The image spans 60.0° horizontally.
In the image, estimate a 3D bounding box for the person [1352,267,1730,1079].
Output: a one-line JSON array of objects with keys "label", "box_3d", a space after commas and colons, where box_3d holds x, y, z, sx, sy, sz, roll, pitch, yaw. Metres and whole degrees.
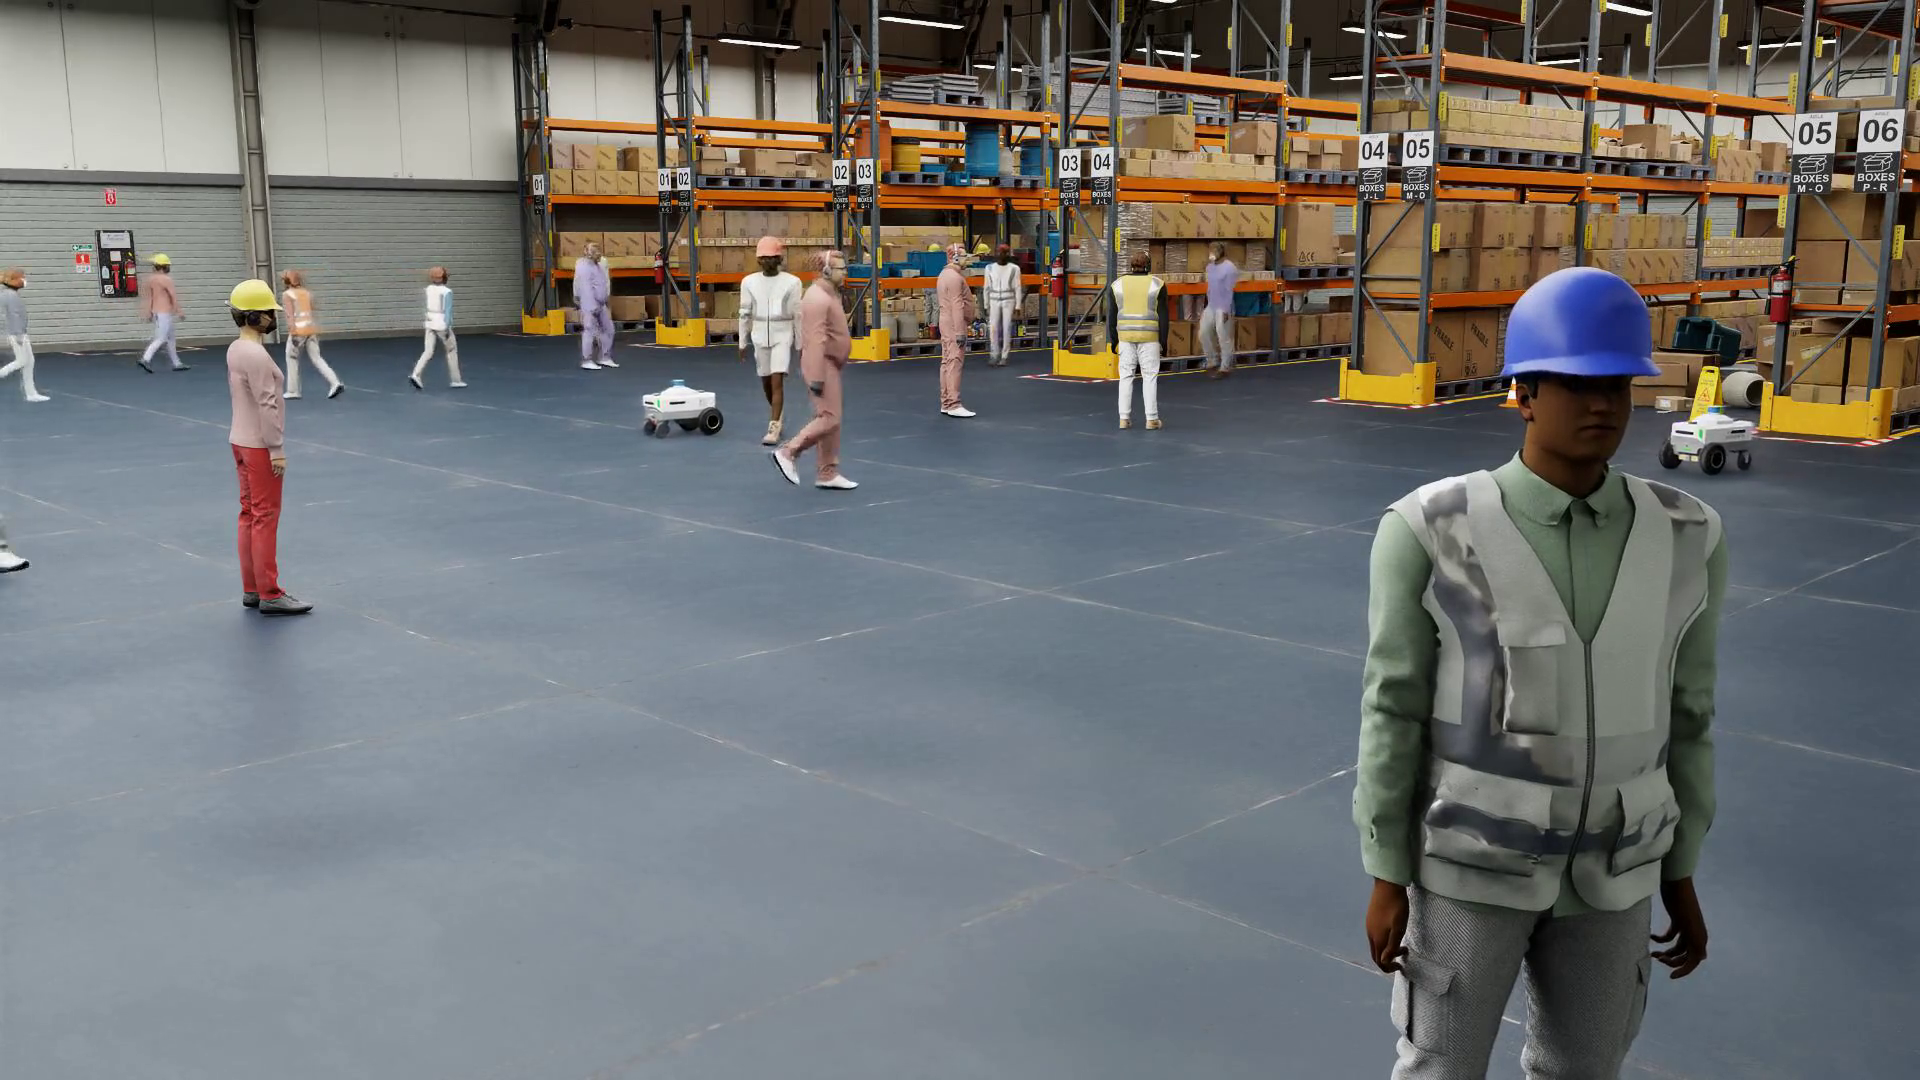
[{"label": "person", "box_3d": [0.956, 0.532, 2.772, 0.605, 1.951, 0.384, -1, 10, -5]}]

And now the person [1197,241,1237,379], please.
[{"label": "person", "box_3d": [3.592, -3.206, 23.248, 0.530, 1.921, 0.633, -7, 12, -32]}]

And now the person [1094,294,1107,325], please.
[{"label": "person", "box_3d": [2.985, -5.213, 34.322, 0.516, 1.870, 0.322, 6, 12, 30]}]

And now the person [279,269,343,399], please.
[{"label": "person", "box_3d": [-8.004, -2.529, 20.425, 0.749, 1.603, 0.535, 3, 11, 16]}]

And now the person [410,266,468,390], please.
[{"label": "person", "box_3d": [-6.848, -2.770, 21.721, 0.508, 1.606, 0.794, 5, 12, 27]}]

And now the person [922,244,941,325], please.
[{"label": "person", "box_3d": [-0.501, -4.857, 32.485, 0.404, 1.828, 0.602, -9, 14, -41]}]

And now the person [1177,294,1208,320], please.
[{"label": "person", "box_3d": [4.131, -4.383, 29.457, 0.618, 1.990, 0.394, -3, 11, -15]}]

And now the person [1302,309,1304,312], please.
[{"label": "person", "box_3d": [7.726, -5.896, 38.204, 0.793, 1.815, 0.631, -9, 14, -42]}]

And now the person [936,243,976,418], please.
[{"label": "person", "box_3d": [-0.038, -2.330, 18.501, 0.409, 1.909, 0.639, -2, 11, -13]}]

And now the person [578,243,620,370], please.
[{"label": "person", "box_3d": [-5.394, -3.485, 24.862, 0.670, 1.885, 0.649, 2, 11, 13]}]

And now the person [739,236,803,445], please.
[{"label": "person", "box_3d": [-1.840, -1.979, 16.344, 0.622, 2.008, 1.010, 1, 10, 7]}]

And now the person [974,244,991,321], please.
[{"label": "person", "box_3d": [0.489, -5.109, 33.881, 0.403, 1.823, 0.588, -7, 12, -32]}]

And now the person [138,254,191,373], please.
[{"label": "person", "box_3d": [-11.787, -3.342, 24.492, 0.521, 1.734, 0.819, 8, 13, 36]}]

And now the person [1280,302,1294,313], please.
[{"label": "person", "box_3d": [6.305, -4.877, 32.422, 0.961, 1.900, 0.549, -8, 13, -37]}]

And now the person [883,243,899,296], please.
[{"label": "person", "box_3d": [-1.510, -5.543, 36.239, 0.403, 1.824, 0.601, -7, 12, -32]}]

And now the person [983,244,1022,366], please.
[{"label": "person", "box_3d": [0.624, -3.565, 25.370, 0.611, 1.849, 0.854, 2, 11, 11]}]

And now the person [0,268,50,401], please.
[{"label": "person", "box_3d": [-11.416, -2.470, 20.042, 0.585, 1.616, 0.510, -4, 11, -22]}]

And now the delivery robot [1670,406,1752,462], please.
[{"label": "delivery robot", "box_3d": [6.480, -0.915, 14.331, 0.707, 0.478, 0.477, -5, 12, -28]}]

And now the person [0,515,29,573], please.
[{"label": "person", "box_3d": [-5.887, -0.709, 9.724, 0.939, 1.882, 0.600, 6, 12, 31]}]

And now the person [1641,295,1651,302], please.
[{"label": "person", "box_3d": [12.630, -4.637, 31.120, 0.588, 1.899, 0.470, 4, 11, 23]}]

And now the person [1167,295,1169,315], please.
[{"label": "person", "box_3d": [3.210, -4.011, 27.661, 0.784, 1.916, 0.544, -9, 14, -40]}]

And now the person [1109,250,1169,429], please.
[{"label": "person", "box_3d": [1.869, -2.083, 17.328, 0.630, 1.842, 0.429, 4, 11, 20]}]

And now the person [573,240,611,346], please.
[{"label": "person", "box_3d": [-6.689, -4.427, 29.947, 0.660, 1.897, 0.955, 3, 11, 17]}]

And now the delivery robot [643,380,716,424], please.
[{"label": "delivery robot", "box_3d": [-2.847, -1.384, 16.887, 0.707, 0.478, 0.477, -8, 13, -39]}]

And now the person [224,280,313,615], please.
[{"label": "person", "box_3d": [-3.719, -0.494, 8.872, 0.309, 1.769, 0.523, -8, 13, -38]}]

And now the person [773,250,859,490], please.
[{"label": "person", "box_3d": [-1.126, -1.328, 13.079, 0.558, 1.890, 0.659, 0, 10, 3]}]

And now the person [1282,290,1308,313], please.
[{"label": "person", "box_3d": [6.098, -4.503, 30.295, 0.388, 1.927, 0.589, -10, 14, -43]}]

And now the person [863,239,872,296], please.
[{"label": "person", "box_3d": [-2.043, -5.877, 37.845, 0.574, 1.900, 0.901, 9, 14, 40]}]
